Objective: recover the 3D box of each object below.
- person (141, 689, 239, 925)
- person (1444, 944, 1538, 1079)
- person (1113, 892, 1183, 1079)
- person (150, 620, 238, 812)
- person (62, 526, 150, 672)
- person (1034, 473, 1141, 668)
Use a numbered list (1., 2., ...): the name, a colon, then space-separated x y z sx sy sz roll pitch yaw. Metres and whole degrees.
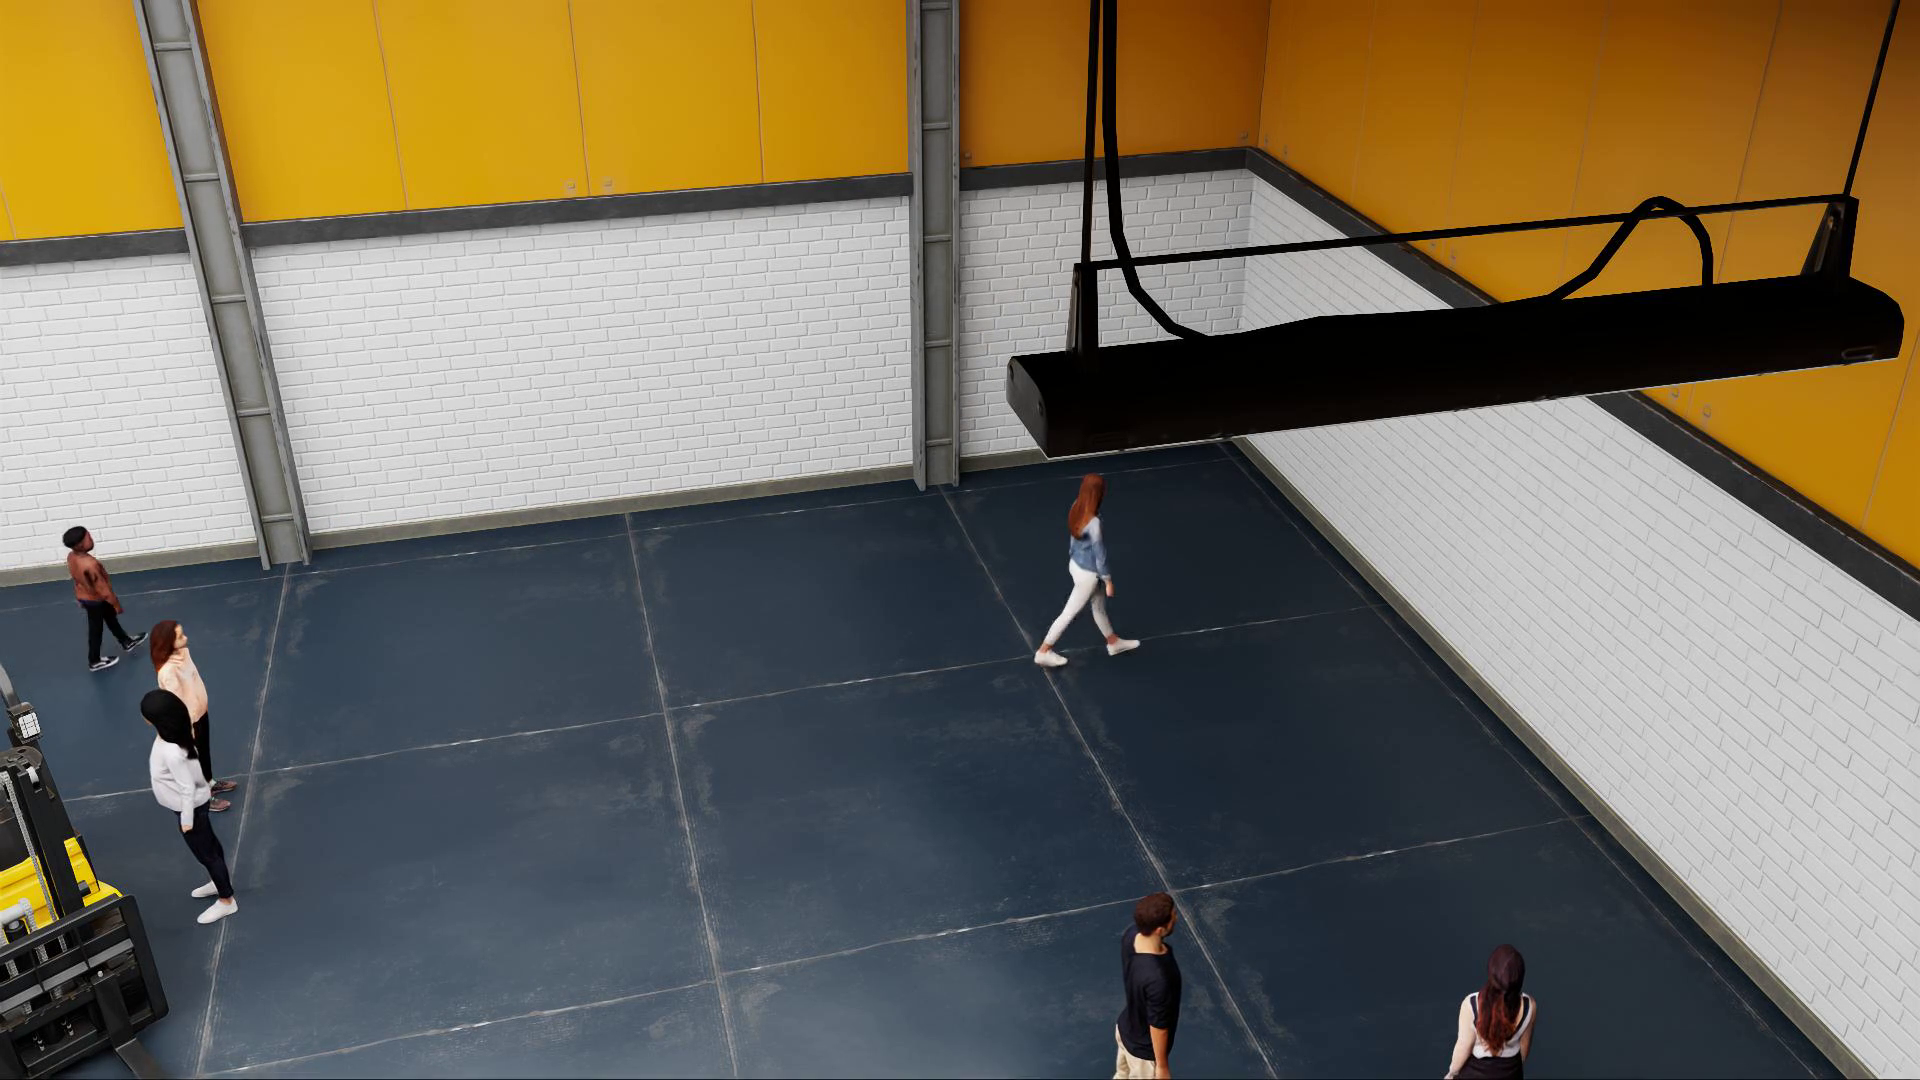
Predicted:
1. person: -4.834 1.641 10.451 0.601 1.700 0.652 -13 31 -23
2. person: 2.684 2.737 8.496 0.510 1.647 0.657 -2 29 -3
3. person: 0.944 2.570 8.589 0.552 1.852 0.636 -6 29 -11
4. person: -5.320 1.193 11.498 0.524 1.484 0.585 -5 29 -9
5. person: -6.871 0.482 13.059 0.762 1.237 0.856 22 35 34
6. person: 0.897 0.285 12.984 1.129 1.656 0.675 -5 29 -10
